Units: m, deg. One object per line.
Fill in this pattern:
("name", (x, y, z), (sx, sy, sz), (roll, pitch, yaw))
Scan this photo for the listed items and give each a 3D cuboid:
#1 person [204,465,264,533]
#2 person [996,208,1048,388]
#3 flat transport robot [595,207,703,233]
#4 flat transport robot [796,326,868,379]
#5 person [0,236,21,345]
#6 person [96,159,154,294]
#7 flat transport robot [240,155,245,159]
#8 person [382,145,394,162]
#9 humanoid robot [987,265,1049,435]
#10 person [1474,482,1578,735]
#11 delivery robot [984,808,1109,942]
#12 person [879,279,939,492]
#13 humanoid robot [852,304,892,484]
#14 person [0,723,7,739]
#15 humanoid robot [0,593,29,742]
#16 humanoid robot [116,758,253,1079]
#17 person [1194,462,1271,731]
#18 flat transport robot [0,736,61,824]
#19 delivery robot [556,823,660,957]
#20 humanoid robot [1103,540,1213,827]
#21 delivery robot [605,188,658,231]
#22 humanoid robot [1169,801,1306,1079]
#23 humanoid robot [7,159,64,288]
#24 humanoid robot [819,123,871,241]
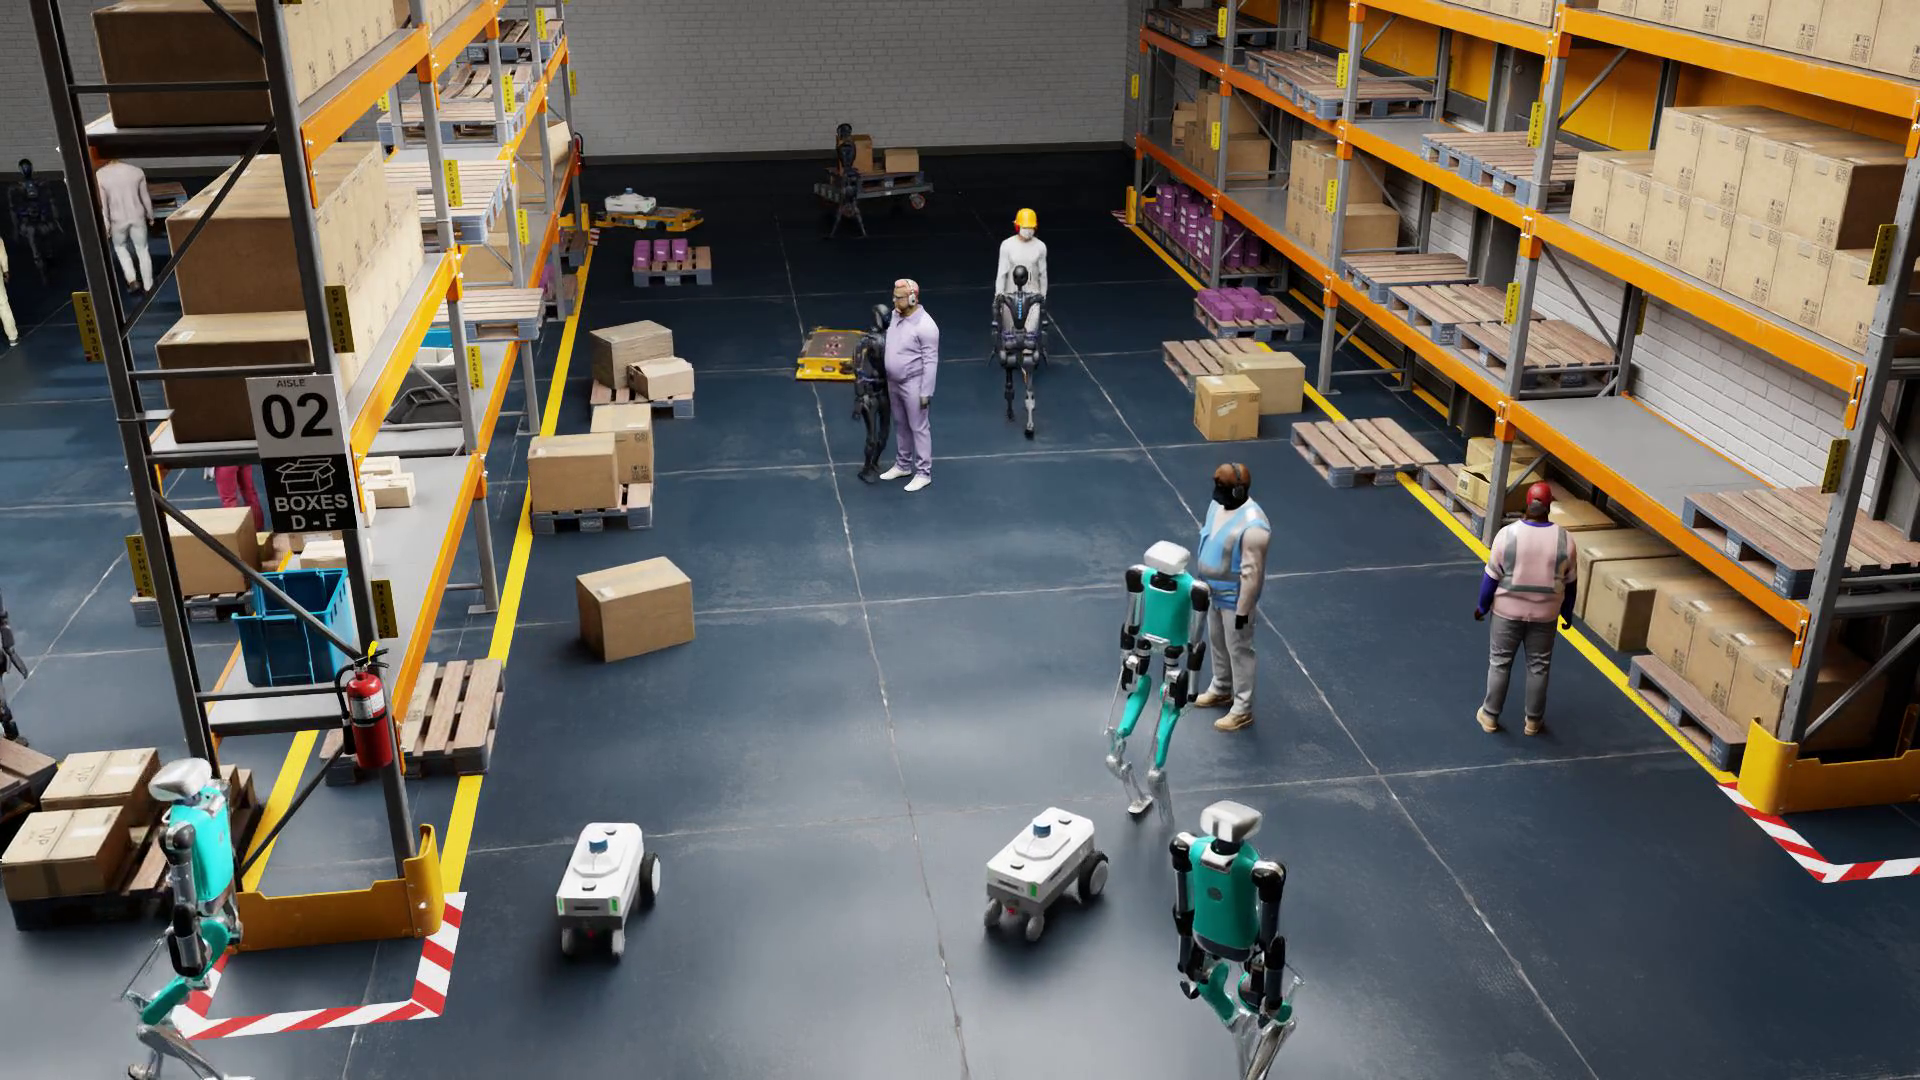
("person", (-5.892, -0.630, 13.422), (0.284, 1.625, 0.499), (8, 25, 18))
("person", (0.647, -2.618, 17.660), (0.565, 1.869, 0.862), (-1, 24, -2))
("flat transport robot", (-4.565, -4.721, 24.434), (1.431, 0.231, 0.659), (6, 24, 14))
("flat transport robot", (-1.393, -2.067, 18.386), (0.659, 0.231, 1.431), (1, 24, 2))
("person", (-11.018, -3.027, 18.737), (0.562, 1.742, 0.335), (-14, 27, -29))
("person", (-10.375, -3.988, 20.718), (0.655, 1.912, 0.555), (-16, 29, -33))
("flat transport robot", (-9.966, -4.998, 25.065), (1.431, 0.231, 0.659), (-18, 29, -35))
("person", (-7.684, -4.819, 22.840), (0.583, 1.728, 0.569), (10, 26, 21))
("humanoid robot", (0.572, -1.846, 16.211), (0.601, 1.638, 0.787), (-1, 24, -3))
("person", (3.668, 0.452, 10.808), (0.612, 1.748, 0.419), (5, 24, 10))
("delivery robot", (0.462, 1.800, 9.223), (0.499, 0.596, 0.775), (15, 28, 30))
("person", (-0.474, -1.386, 14.800), (0.413, 1.907, 0.650), (-17, 29, -34))
("humanoid robot", (-0.759, -1.332, 14.998), (0.595, 1.656, 0.480), (-20, 31, -38))
("person", (-6.087, 0.720, 9.900), (0.388, 1.990, 0.611), (16, 28, 31))
("humanoid robot", (-6.149, 0.715, 10.309), (0.589, 1.638, 0.465), (-14, 27, -29))
("humanoid robot", (-3.693, 1.874, 7.703), (0.790, 1.882, 0.553), (0, 24, -1))
("person", (1.762, 0.353, 10.932), (0.430, 1.837, 0.625), (-8, 25, -17))
("flat transport robot", (-6.100, 1.642, 9.938), (0.659, 0.231, 1.431), (13, 27, 27))
("delivery robot", (-1.949, 1.869, 9.088), (0.499, 0.614, 0.815), (0, 24, 1))
("humanoid robot", (1.091, 0.943, 9.769), (0.543, 1.855, 0.654), (14, 27, 29))
("delivery robot", (-4.807, -4.844, 24.368), (0.801, 0.602, 0.499), (5, 24, 11))
("humanoid robot", (1.307, 1.943, 7.559), (0.558, 1.909, 0.739), (17, 29, 34))
("humanoid robot", (-11.862, -4.079, 21.263), (0.610, 1.627, 0.629), (-20, 31, -38))
("humanoid robot", (-1.627, -5.047, 23.459), (0.732, 1.629, 0.601), (1, 24, 2))
